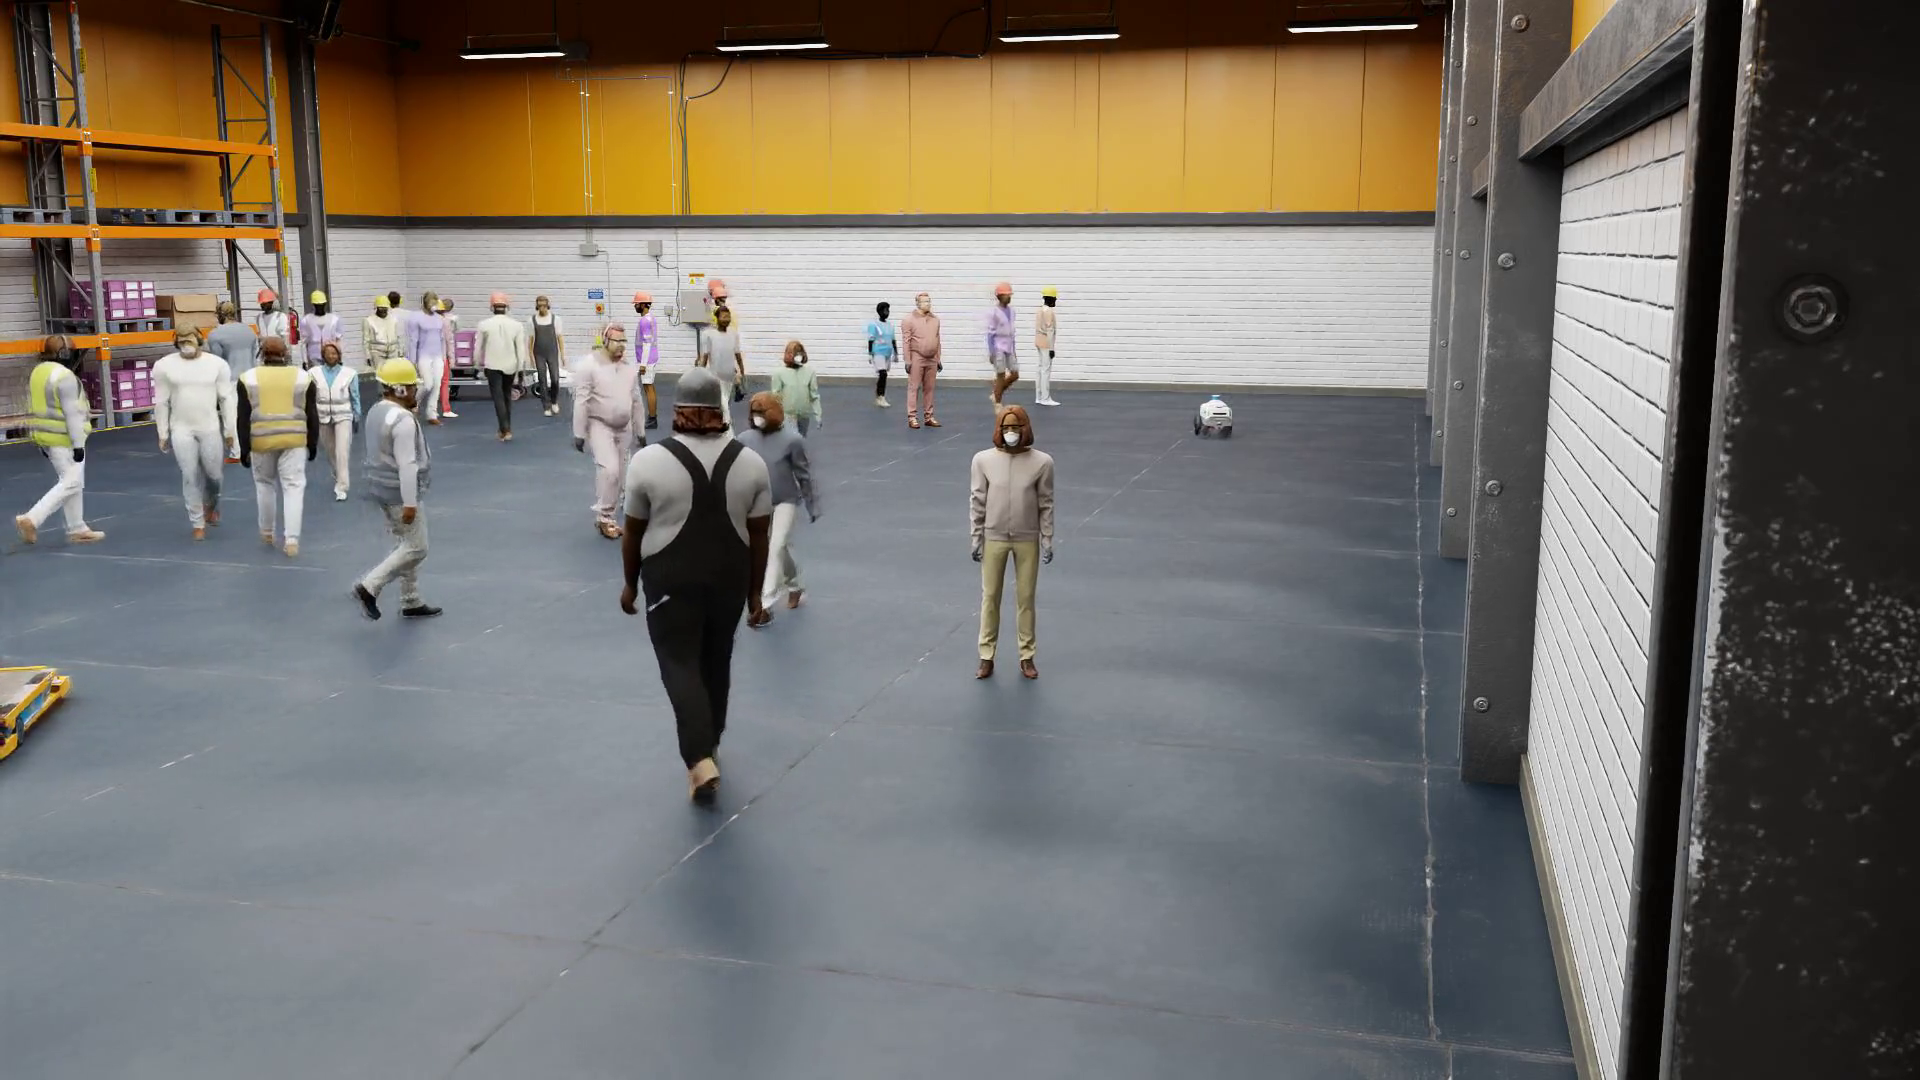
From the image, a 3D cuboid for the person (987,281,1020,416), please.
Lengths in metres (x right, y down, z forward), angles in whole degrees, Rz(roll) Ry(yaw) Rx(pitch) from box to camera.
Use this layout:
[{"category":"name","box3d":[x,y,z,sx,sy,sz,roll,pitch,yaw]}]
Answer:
[{"category":"person","box3d":[0.639,-2.857,24.937,0.471,2.032,0.627,8,13,39]}]

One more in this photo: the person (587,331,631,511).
[{"category":"person","box3d":[-3.405,-1.144,16.069,0.485,1.744,0.295,-7,12,-34]}]

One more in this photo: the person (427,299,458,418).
[{"category":"person","box3d":[-7.792,-2.704,24.840,0.533,1.768,0.311,3,10,17]}]

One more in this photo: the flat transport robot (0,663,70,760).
[{"category":"flat transport robot","box3d":[-5.199,0.891,8.715,0.652,0.197,1.431,-3,10,-15]}]

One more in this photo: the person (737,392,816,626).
[{"category":"person","box3d":[-1.252,-0.237,11.421,0.528,1.581,0.908,4,11,22]}]

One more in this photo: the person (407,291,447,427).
[{"category":"person","box3d":[-7.569,-2.566,23.616,0.503,1.920,0.636,6,12,30]}]

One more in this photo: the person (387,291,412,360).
[{"category":"person","box3d":[-9.031,-3.093,26.821,0.541,1.846,0.620,-5,11,-27]}]

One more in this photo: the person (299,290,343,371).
[{"category":"person","box3d":[-9.371,-2.706,24.438,0.594,1.912,0.470,-4,11,-22]}]

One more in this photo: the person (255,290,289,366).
[{"category":"person","box3d":[-10.460,-2.870,25.415,0.559,1.907,0.920,1,10,6]}]

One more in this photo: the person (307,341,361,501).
[{"category":"person","box3d":[-6.375,-1.236,16.981,0.504,1.605,0.835,-1,10,-7]}]

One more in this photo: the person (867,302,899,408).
[{"category":"person","box3d":[-1.161,-2.909,26.215,0.593,1.674,0.558,9,13,41]}]

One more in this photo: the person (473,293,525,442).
[{"category":"person","box3d":[-6.065,-2.277,21.949,0.618,1.952,1.002,-6,12,-30]}]

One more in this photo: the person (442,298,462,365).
[{"category":"person","box3d":[-9.116,-3.484,29.634,0.547,1.624,0.369,1,10,8]}]

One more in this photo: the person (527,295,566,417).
[{"category":"person","box3d":[-6.200,-2.756,24.953,0.546,1.829,0.404,-3,10,-14]}]

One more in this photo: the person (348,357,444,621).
[{"category":"person","box3d":[-3.834,-0.318,11.201,0.585,1.816,0.596,-8,13,-39]}]

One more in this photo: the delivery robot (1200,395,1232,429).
[{"category":"delivery robot","box3d":[3.429,-1.696,22.296,0.477,0.478,0.707,0,10,0]}]

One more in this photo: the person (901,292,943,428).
[{"category":"person","box3d":[-0.514,-2.534,23.469,0.645,1.913,0.409,-7,12,-36]}]

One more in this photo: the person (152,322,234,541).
[{"category":"person","box3d":[-6.700,-0.961,14.583,0.632,1.911,0.569,-5,11,-25]}]

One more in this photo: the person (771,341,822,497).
[{"category":"person","box3d":[-1.694,-1.269,17.217,0.512,1.589,0.841,-6,12,-32]}]

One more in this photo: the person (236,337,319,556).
[{"category":"person","box3d":[-5.728,-0.802,13.985,0.641,1.795,0.933,-4,11,-24]}]

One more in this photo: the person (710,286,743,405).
[{"category":"person","box3d":[-3.780,-3.102,26.669,0.502,1.915,0.537,6,11,29]}]

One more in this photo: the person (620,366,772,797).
[{"category":"person","box3d":[-1.230,0.157,7.861,0.678,2.000,0.976,-5,11,-25]}]

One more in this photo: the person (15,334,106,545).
[{"category":"person","box3d":[-7.709,-0.831,14.125,0.671,1.813,0.696,8,13,38]}]

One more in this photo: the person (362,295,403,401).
[{"category":"person","box3d":[-8.951,-2.898,25.837,0.612,1.807,0.500,-7,12,-36]}]

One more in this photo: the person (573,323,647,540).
[{"category":"person","box3d":[-3.018,-0.947,14.556,0.606,1.878,0.664,8,13,38]}]

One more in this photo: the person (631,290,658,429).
[{"category":"person","box3d":[-4.417,-2.524,23.335,0.358,1.938,0.545,-1,10,-4]}]

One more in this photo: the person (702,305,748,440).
[{"category":"person","box3d":[-2.847,-1.951,20.403,0.555,1.822,0.941,-8,13,-40]}]

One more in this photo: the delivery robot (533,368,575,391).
[{"category":"delivery robot","box3d":[-6.853,-2.743,28.224,0.707,0.478,0.477,0,10,1]}]

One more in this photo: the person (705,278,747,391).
[{"category":"person","box3d":[-4.040,-3.476,28.478,0.607,2.022,0.611,2,10,9]}]

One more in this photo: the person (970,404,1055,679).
[{"category":"person","box3d":[0.307,0.012,9.830,0.500,1.634,0.286,0,10,3]}]

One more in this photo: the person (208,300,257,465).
[{"category":"person","box3d":[-8.506,-1.839,19.516,0.394,1.927,0.643,5,11,27]}]

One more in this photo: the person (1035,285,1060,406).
[{"category":"person","box3d":[1.404,-3.130,26.796,0.383,1.928,0.588,-2,10,-13]}]
